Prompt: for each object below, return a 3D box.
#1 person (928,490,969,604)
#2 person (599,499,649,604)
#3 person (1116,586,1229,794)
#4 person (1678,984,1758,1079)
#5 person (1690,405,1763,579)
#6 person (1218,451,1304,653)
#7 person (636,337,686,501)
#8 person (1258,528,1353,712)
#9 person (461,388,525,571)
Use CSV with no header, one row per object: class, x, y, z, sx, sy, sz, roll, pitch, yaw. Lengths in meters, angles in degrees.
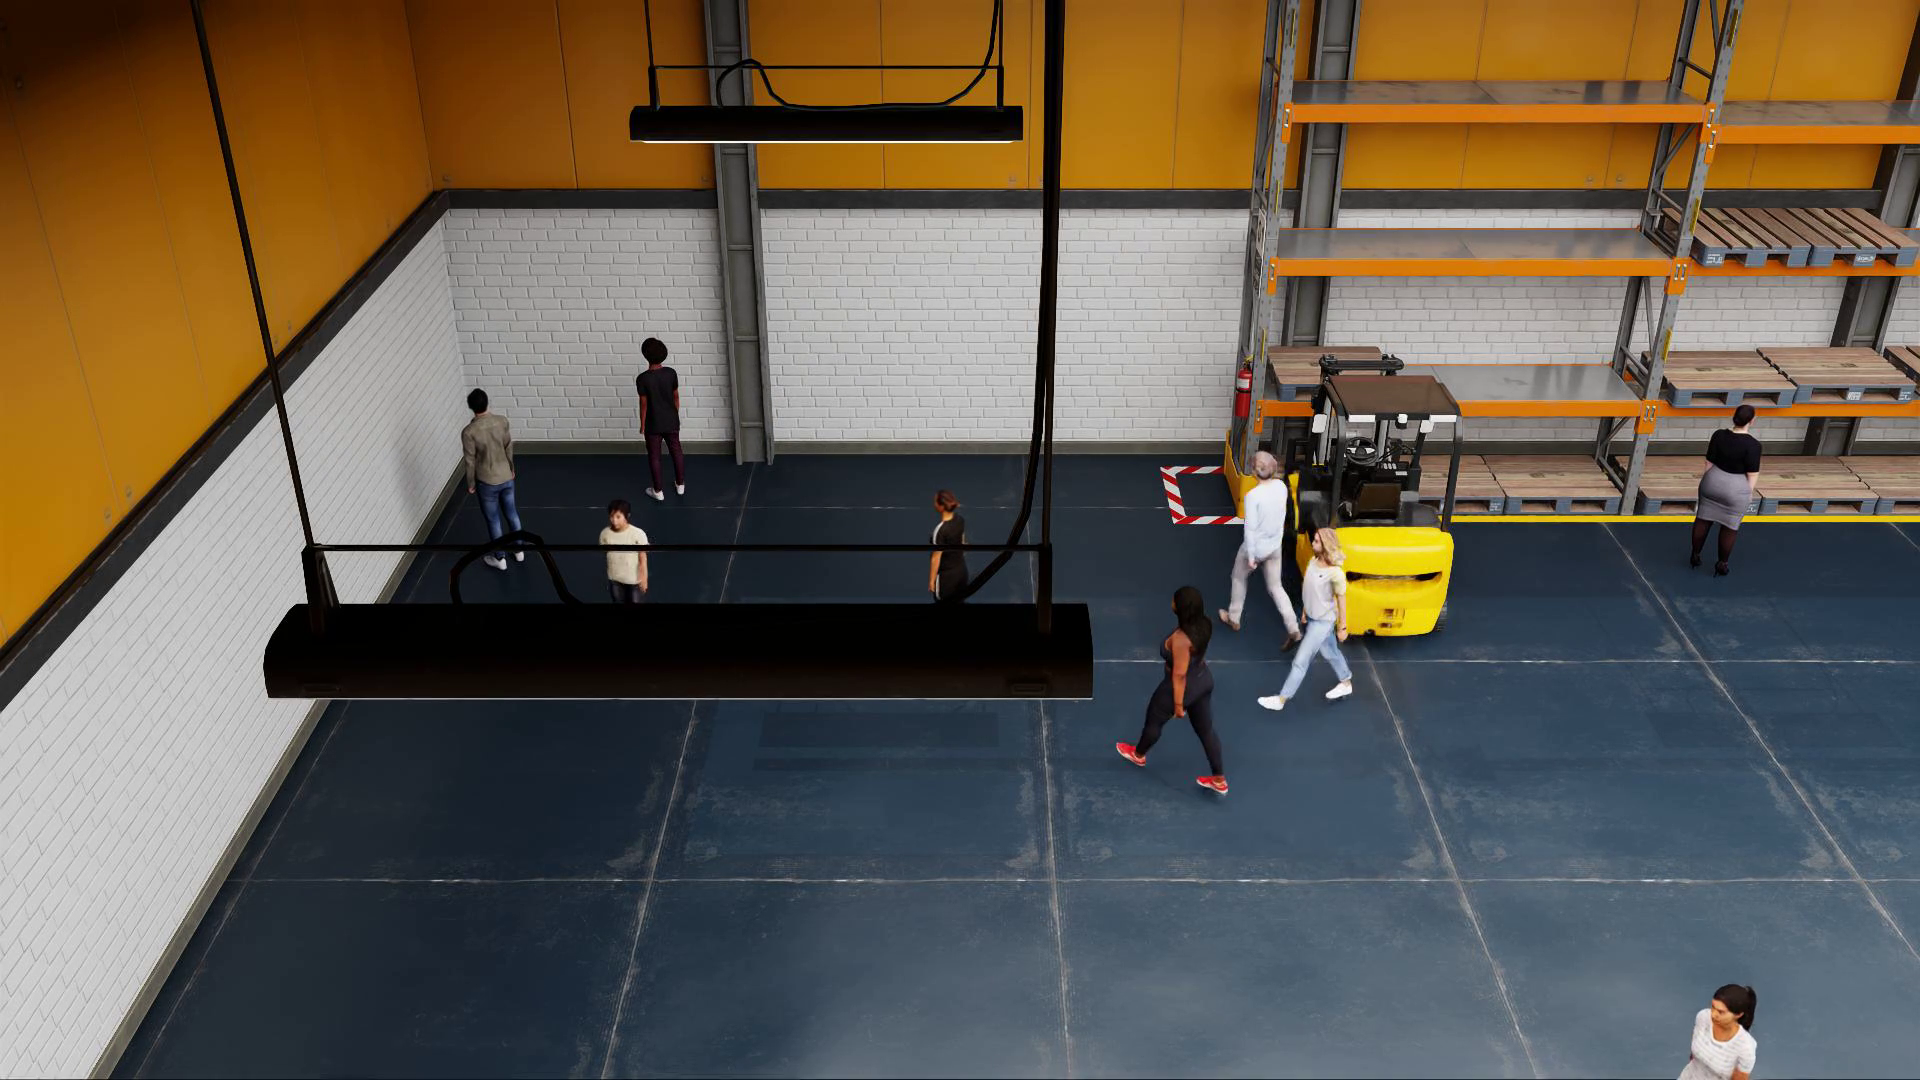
person,-0.083,0.297,14.705,0.709,1.668,0.669,20,34,32
person,-2.932,0.323,14.753,0.756,1.577,0.757,7,29,12
person,1.837,1.201,12.953,1.294,1.759,1.203,23,36,36
person,4.344,3.163,9.494,1.055,1.626,0.846,-14,31,-23
person,7.384,-0.479,16.036,0.825,1.757,0.775,-23,36,-36
person,2.763,0.138,14.812,1.257,1.846,1.053,-14,31,-23
person,-3.149,-1.282,17.480,0.690,1.784,0.781,-18,33,-30
person,3.115,0.677,14.023,1.243,1.654,0.923,-11,31,-20
person,-4.517,-0.591,16.125,0.835,1.867,0.783,24,37,37
